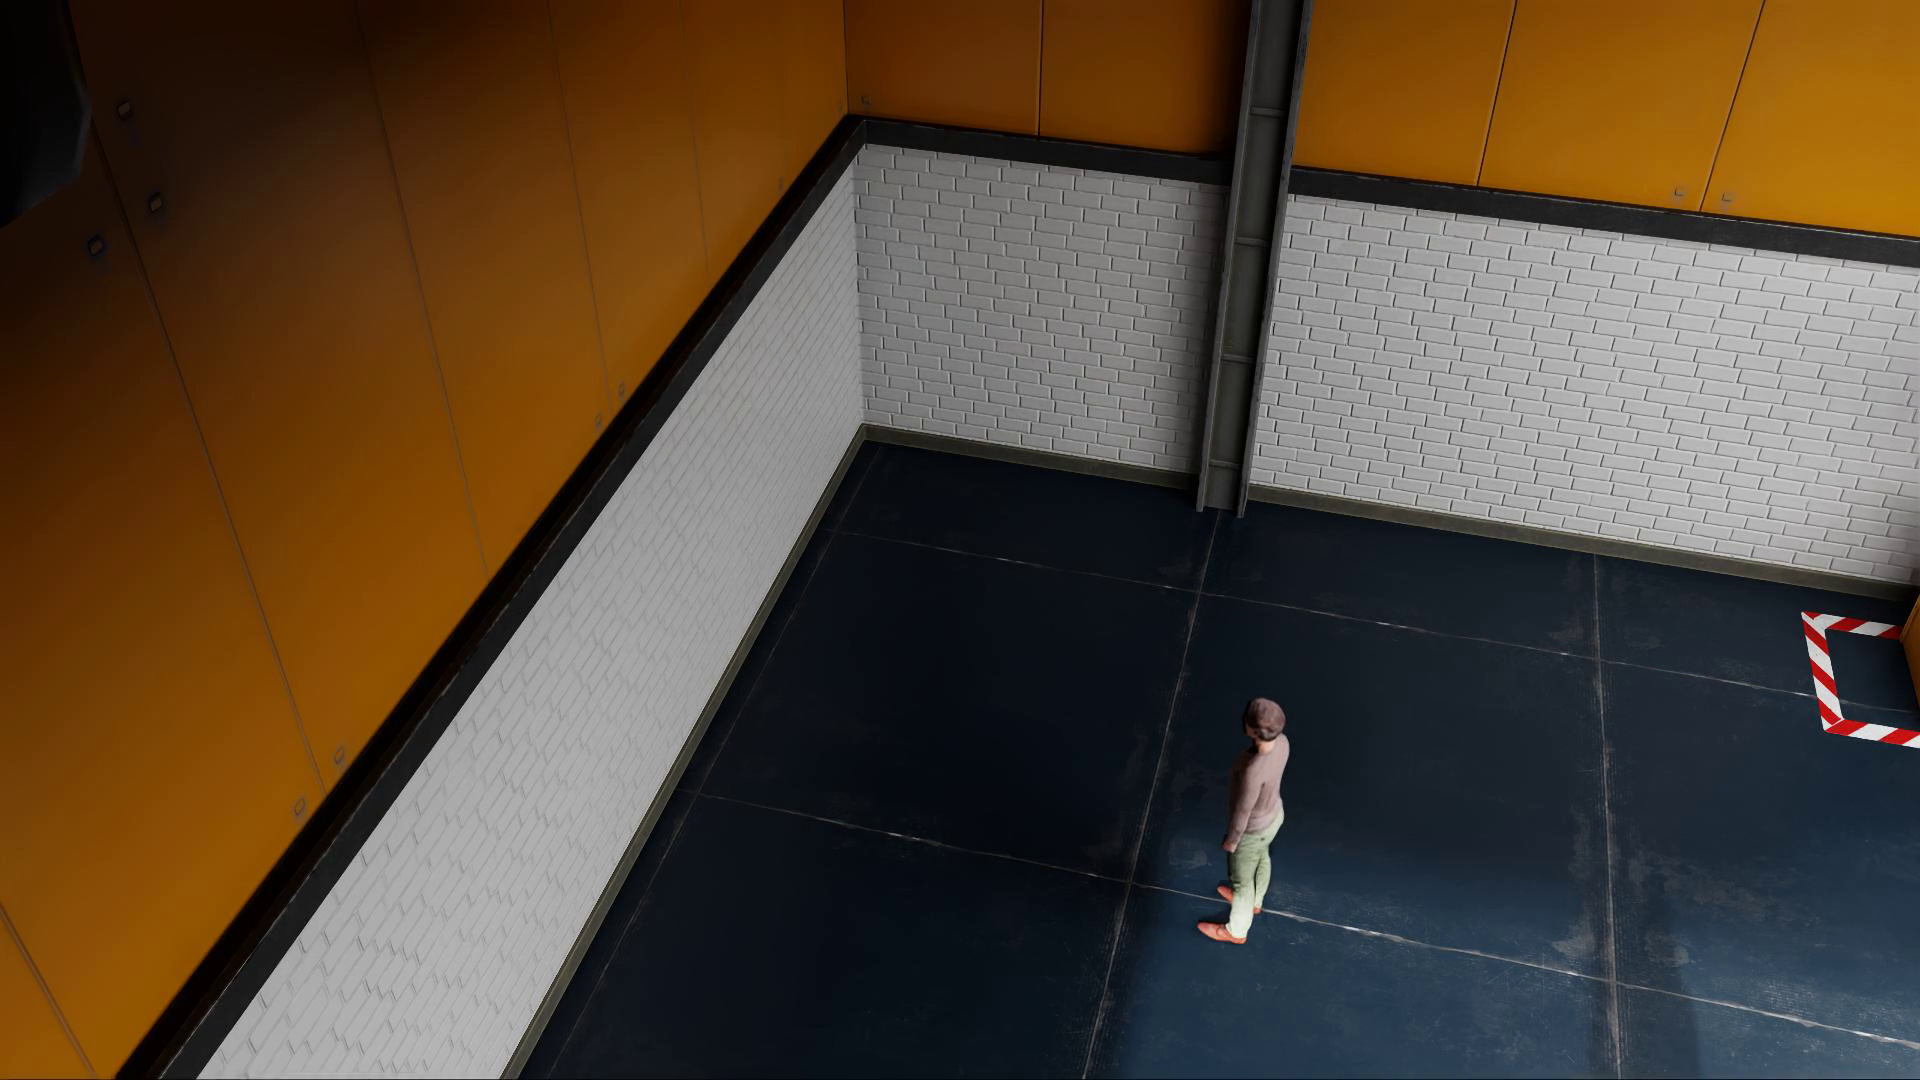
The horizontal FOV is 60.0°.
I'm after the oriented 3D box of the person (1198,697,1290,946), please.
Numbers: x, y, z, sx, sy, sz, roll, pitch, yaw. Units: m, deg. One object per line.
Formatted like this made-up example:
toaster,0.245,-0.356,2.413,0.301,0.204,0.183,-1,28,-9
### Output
person,1.755,1.678,9.934,0.671,1.871,0.716,19,42,22
